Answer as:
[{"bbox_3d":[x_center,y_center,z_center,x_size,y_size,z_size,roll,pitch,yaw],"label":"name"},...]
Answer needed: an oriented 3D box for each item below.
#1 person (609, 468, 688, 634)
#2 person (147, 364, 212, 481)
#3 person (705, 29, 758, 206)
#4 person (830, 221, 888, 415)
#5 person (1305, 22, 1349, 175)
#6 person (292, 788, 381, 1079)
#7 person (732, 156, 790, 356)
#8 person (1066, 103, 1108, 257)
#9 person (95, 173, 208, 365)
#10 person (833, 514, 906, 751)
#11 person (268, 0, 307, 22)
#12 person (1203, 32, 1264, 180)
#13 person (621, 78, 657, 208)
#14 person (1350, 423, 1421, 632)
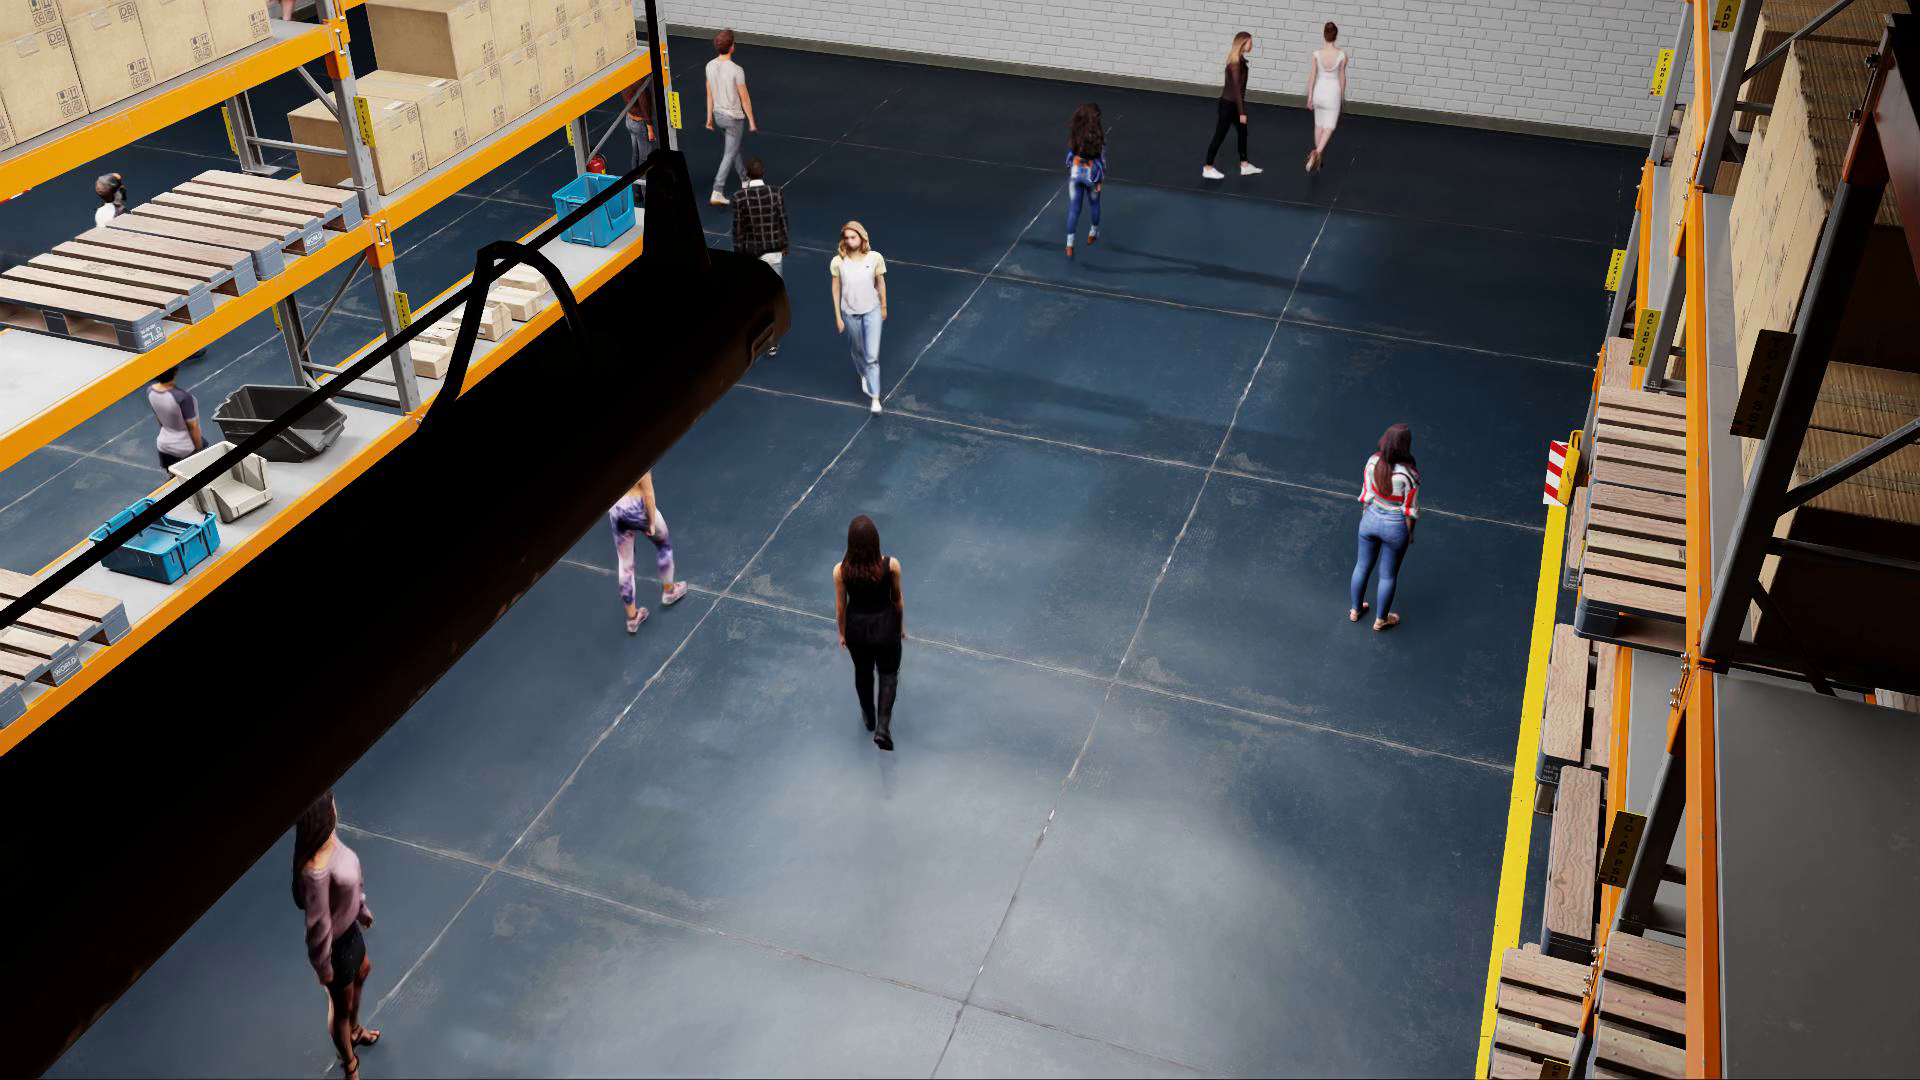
[{"bbox_3d":[-2.304,-0.121,11.541,0.604,1.745,0.858,8,34,12],"label":"person"},{"bbox_3d":[-5.923,-0.685,12.590,0.586,1.522,0.950,10,35,15],"label":"person"},{"bbox_3d":[-2.557,-4.545,18.097,0.837,1.854,1.254,18,38,25],"label":"person"},{"bbox_3d":[-0.881,-1.981,14.396,0.978,1.682,1.183,-6,34,-9],"label":"person"},{"bbox_3d":[4.096,-4.901,18.710,0.635,1.769,0.986,15,36,21],"label":"person"},{"bbox_3d":[-3.134,2.046,8.244,0.832,1.785,0.683,2,34,3],"label":"person"},{"bbox_3d":[-1.788,-2.557,15.187,1.033,1.765,1.301,-4,34,-5],"label":"person"},{"bbox_3d":[1.242,-3.654,16.999,0.596,1.587,0.998,11,35,16],"label":"person"},{"bbox_3d":[-7.392,-2.312,14.731,0.983,1.861,1.260,26,42,34],"label":"person"},{"bbox_3d":[-0.549,0.623,10.486,0.806,1.674,0.998,-2,34,-3],"label":"person"},{"bbox_3d":[-9.163,-7.325,22.406,0.607,1.716,1.082,9,35,14],"label":"person"},{"bbox_3d":[2.964,-4.881,18.767,0.710,1.673,0.835,10,35,15],"label":"person"},{"bbox_3d":[-3.503,-4.526,18.134,0.737,1.782,0.718,-20,39,-27],"label":"person"},{"bbox_3d":[2.971,-0.101,11.630,0.654,1.614,0.633,26,42,34],"label":"person"}]
